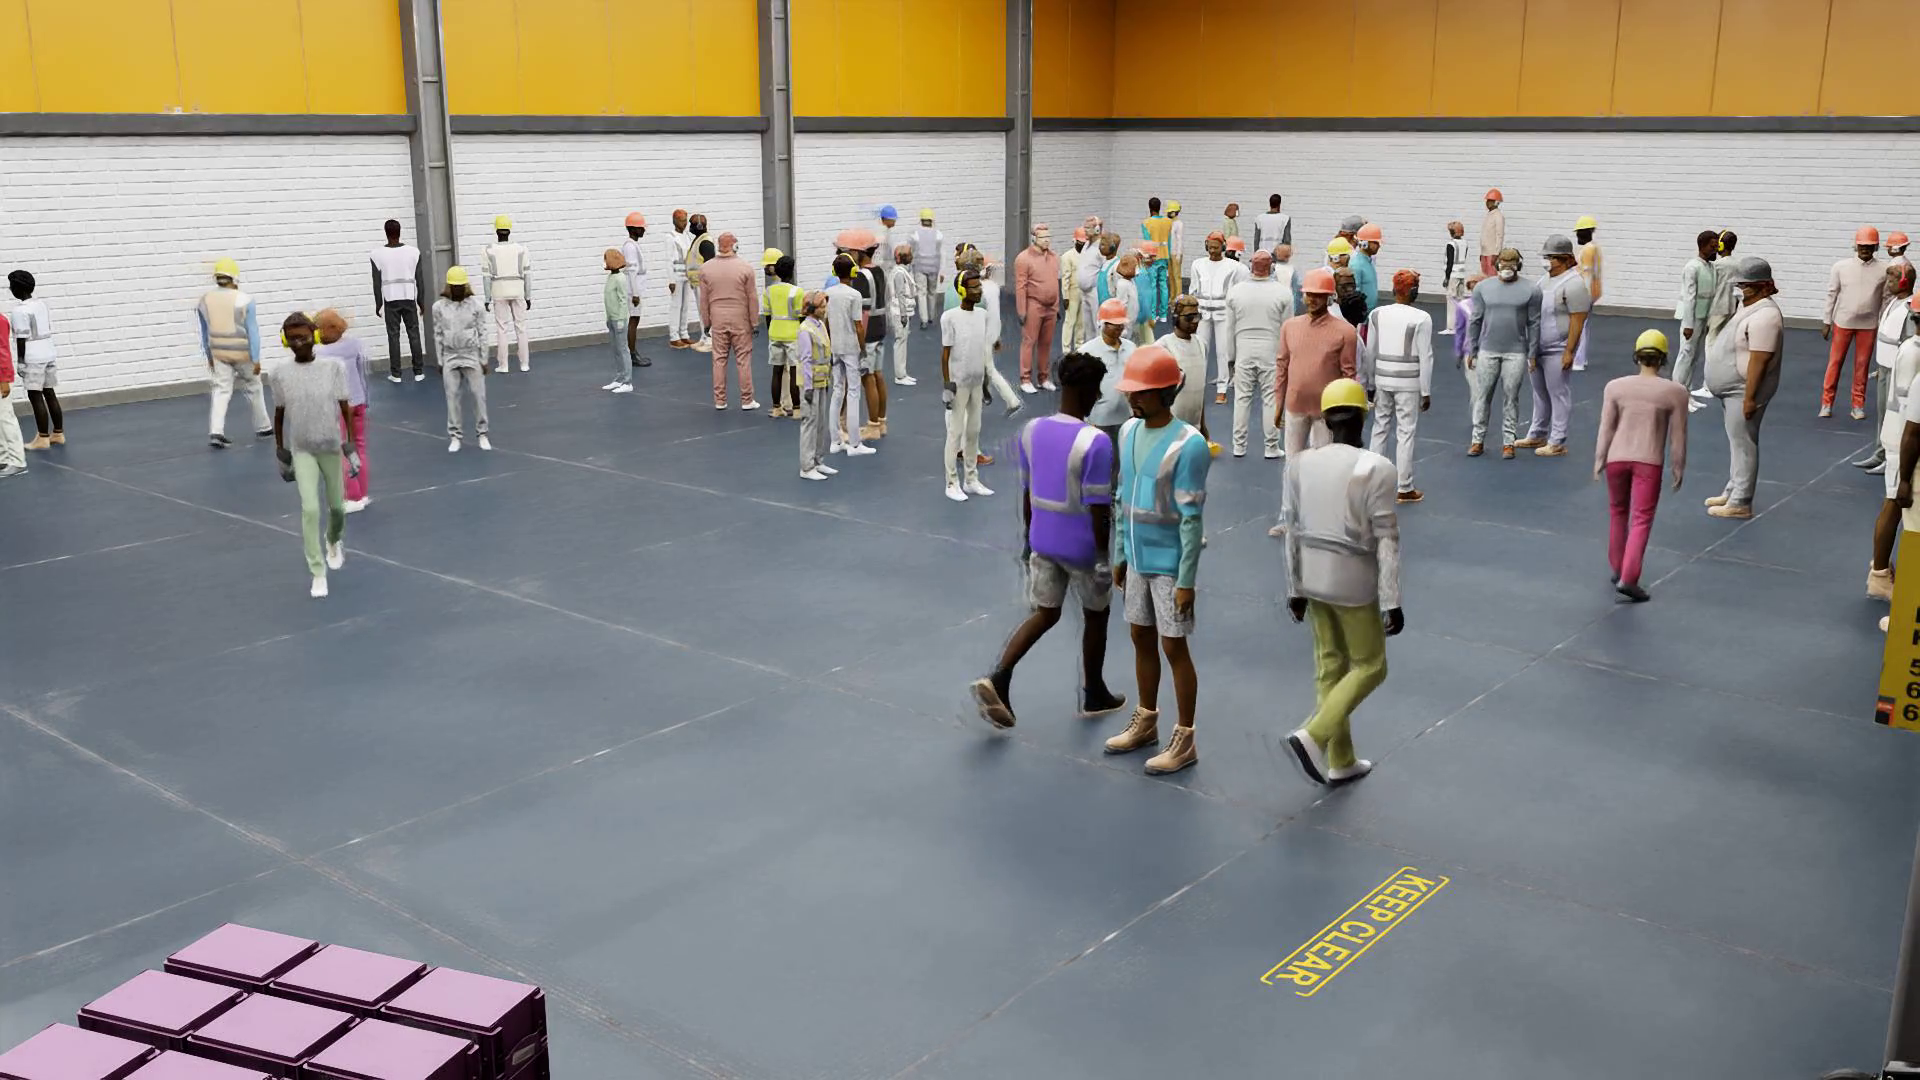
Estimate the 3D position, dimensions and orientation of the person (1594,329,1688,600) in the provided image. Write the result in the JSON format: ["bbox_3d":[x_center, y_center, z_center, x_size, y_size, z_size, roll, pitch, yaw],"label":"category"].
[{"bbox_3d":[4.401,-0.492,10.812,0.539,1.720,0.754,9,17,31],"label":"person"}]

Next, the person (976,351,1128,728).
[{"bbox_3d":[0.495,0.013,8.364,0.844,1.927,0.606,-12,19,-40],"label":"person"}]

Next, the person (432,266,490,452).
[{"bbox_3d":[-4.648,-1.684,15.525,0.486,1.739,0.320,-3,14,-10],"label":"person"}]

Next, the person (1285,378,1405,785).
[{"bbox_3d":[1.718,0.224,7.589,0.598,1.880,0.672,-11,18,-37],"label":"person"}]

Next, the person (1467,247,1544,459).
[{"bbox_3d":[4.963,-1.711,15.227,0.636,1.933,0.354,6,15,22],"label":"person"}]

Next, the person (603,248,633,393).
[{"bbox_3d":[-3.933,-2.509,19.024,0.285,1.633,0.499,-8,16,-30],"label":"person"}]

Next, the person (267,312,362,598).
[{"bbox_3d":[-4.248,-0.599,10.996,0.517,1.836,0.814,-6,15,-23],"label":"person"}]

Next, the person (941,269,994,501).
[{"bbox_3d":[0.067,-1.256,13.559,0.532,1.861,0.321,-13,19,-43],"label":"person"}]

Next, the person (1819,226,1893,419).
[{"bbox_3d":[9.298,-2.249,17.253,0.622,1.992,0.396,5,15,19],"label":"person"}]

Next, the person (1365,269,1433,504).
[{"bbox_3d":[3.542,-1.237,13.434,0.342,1.882,0.587,-13,19,-43],"label":"person"}]

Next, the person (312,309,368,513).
[{"bbox_3d":[-4.874,-1.021,13.133,0.330,1.615,0.595,4,15,15],"label":"person"}]

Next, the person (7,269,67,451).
[{"bbox_3d":[-8.698,-1.692,15.649,0.318,1.690,0.535,0,14,-2],"label":"person"}]

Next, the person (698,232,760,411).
[{"bbox_3d":[-2.442,-2.329,17.765,0.638,1.902,0.407,2,14,8],"label":"person"}]

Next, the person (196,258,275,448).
[{"bbox_3d":[-6.923,-1.780,15.816,0.606,1.788,0.912,1,14,5],"label":"person"}]

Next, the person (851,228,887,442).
[{"bbox_3d":[-0.913,-1.964,16.017,0.397,2.043,0.610,4,15,17],"label":"person"}]

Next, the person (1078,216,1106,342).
[{"bbox_3d":[1.648,-3.034,20.571,0.399,1.909,0.642,-6,15,-21],"label":"person"}]

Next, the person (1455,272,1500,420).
[{"bbox_3d":[5.139,-1.844,16.430,0.534,1.609,0.631,2,14,6],"label":"person"}]

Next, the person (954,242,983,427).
[{"bbox_3d":[0.064,-2.021,16.597,0.327,1.872,0.516,2,14,10],"label":"person"}]

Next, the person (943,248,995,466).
[{"bbox_3d":[0.064,-1.637,14.930,0.379,1.937,0.629,-6,15,-23],"label":"person"}]

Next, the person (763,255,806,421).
[{"bbox_3d":[-1.783,-2.078,17.171,0.533,1.700,0.319,8,16,30],"label":"person"}]

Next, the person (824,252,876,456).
[{"bbox_3d":[-1.034,-1.714,15.365,0.513,1.875,0.328,12,19,41],"label":"person"}]

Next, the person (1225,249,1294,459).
[{"bbox_3d":[2.741,-1.690,15.190,0.642,1.913,0.409,6,15,22],"label":"person"}]

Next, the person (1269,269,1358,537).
[{"bbox_3d":[2.581,-0.982,12.187,0.615,1.997,0.373,9,17,32],"label":"person"}]

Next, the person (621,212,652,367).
[{"bbox_3d":[-4.085,-3.169,21.048,0.375,1.935,0.551,-2,14,-10],"label":"person"}]

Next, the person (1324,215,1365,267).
[{"bbox_3d":[4.389,-2.653,18.774,0.535,2.000,0.686,-3,14,-12],"label":"person"}]

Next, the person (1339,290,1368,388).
[{"bbox_3d":[3.172,-1.193,13.635,0.322,1.697,0.532,3,14,10],"label":"person"}]

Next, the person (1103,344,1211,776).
[{"bbox_3d":[0.902,0.095,7.826,0.417,2.034,0.604,-8,16,-30],"label":"person"}]

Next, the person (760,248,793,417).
[{"bbox_3d":[-1.910,-2.168,17.418,0.338,1.761,0.525,-3,14,-11],"label":"person"}]

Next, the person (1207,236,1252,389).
[{"bbox_3d":[3.139,-2.641,19.302,0.318,1.756,0.563,-7,16,-25],"label":"person"}]

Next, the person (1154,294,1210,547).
[{"bbox_3d":[1.580,-0.834,11.904,0.506,1.846,0.344,-11,18,-37],"label":"person"}]

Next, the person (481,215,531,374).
[{"bbox_3d":[-5.560,-3.008,20.426,0.588,1.927,0.371,-7,16,-26],"label":"person"}]

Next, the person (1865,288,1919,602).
[{"bbox_3d":[6.099,-0.618,10.636,0.378,2.045,0.605,8,16,30],"label":"person"}]
